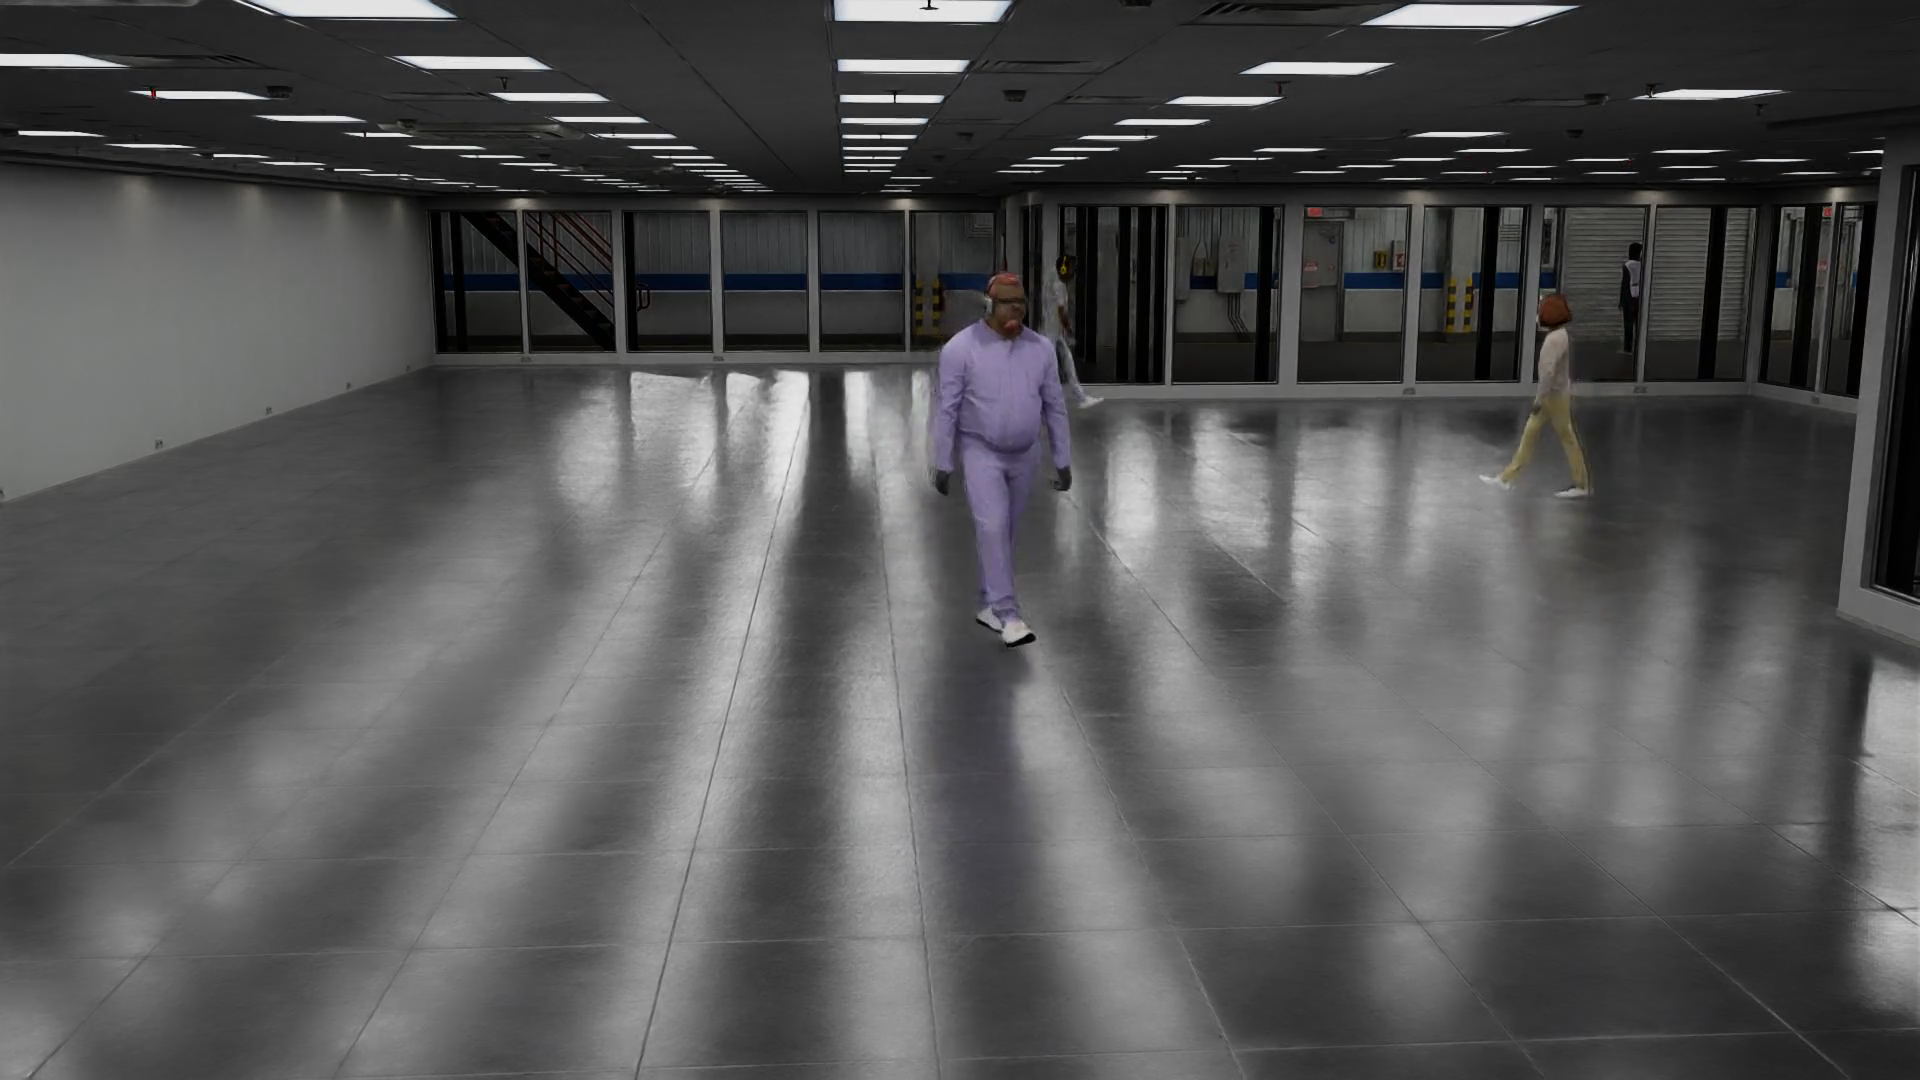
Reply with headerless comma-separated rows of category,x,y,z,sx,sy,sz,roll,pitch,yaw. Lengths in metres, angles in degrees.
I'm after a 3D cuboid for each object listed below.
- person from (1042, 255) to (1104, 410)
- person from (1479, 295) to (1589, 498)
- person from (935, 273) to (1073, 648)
person,1.195,-2.383,19.292,0.967,1.811,0.574,2,11,9
person,4.578,-1.119,13.058,0.843,1.580,0.522,3,11,14
person,0.274,-0.394,8.401,0.679,1.864,0.933,-5,12,-26
